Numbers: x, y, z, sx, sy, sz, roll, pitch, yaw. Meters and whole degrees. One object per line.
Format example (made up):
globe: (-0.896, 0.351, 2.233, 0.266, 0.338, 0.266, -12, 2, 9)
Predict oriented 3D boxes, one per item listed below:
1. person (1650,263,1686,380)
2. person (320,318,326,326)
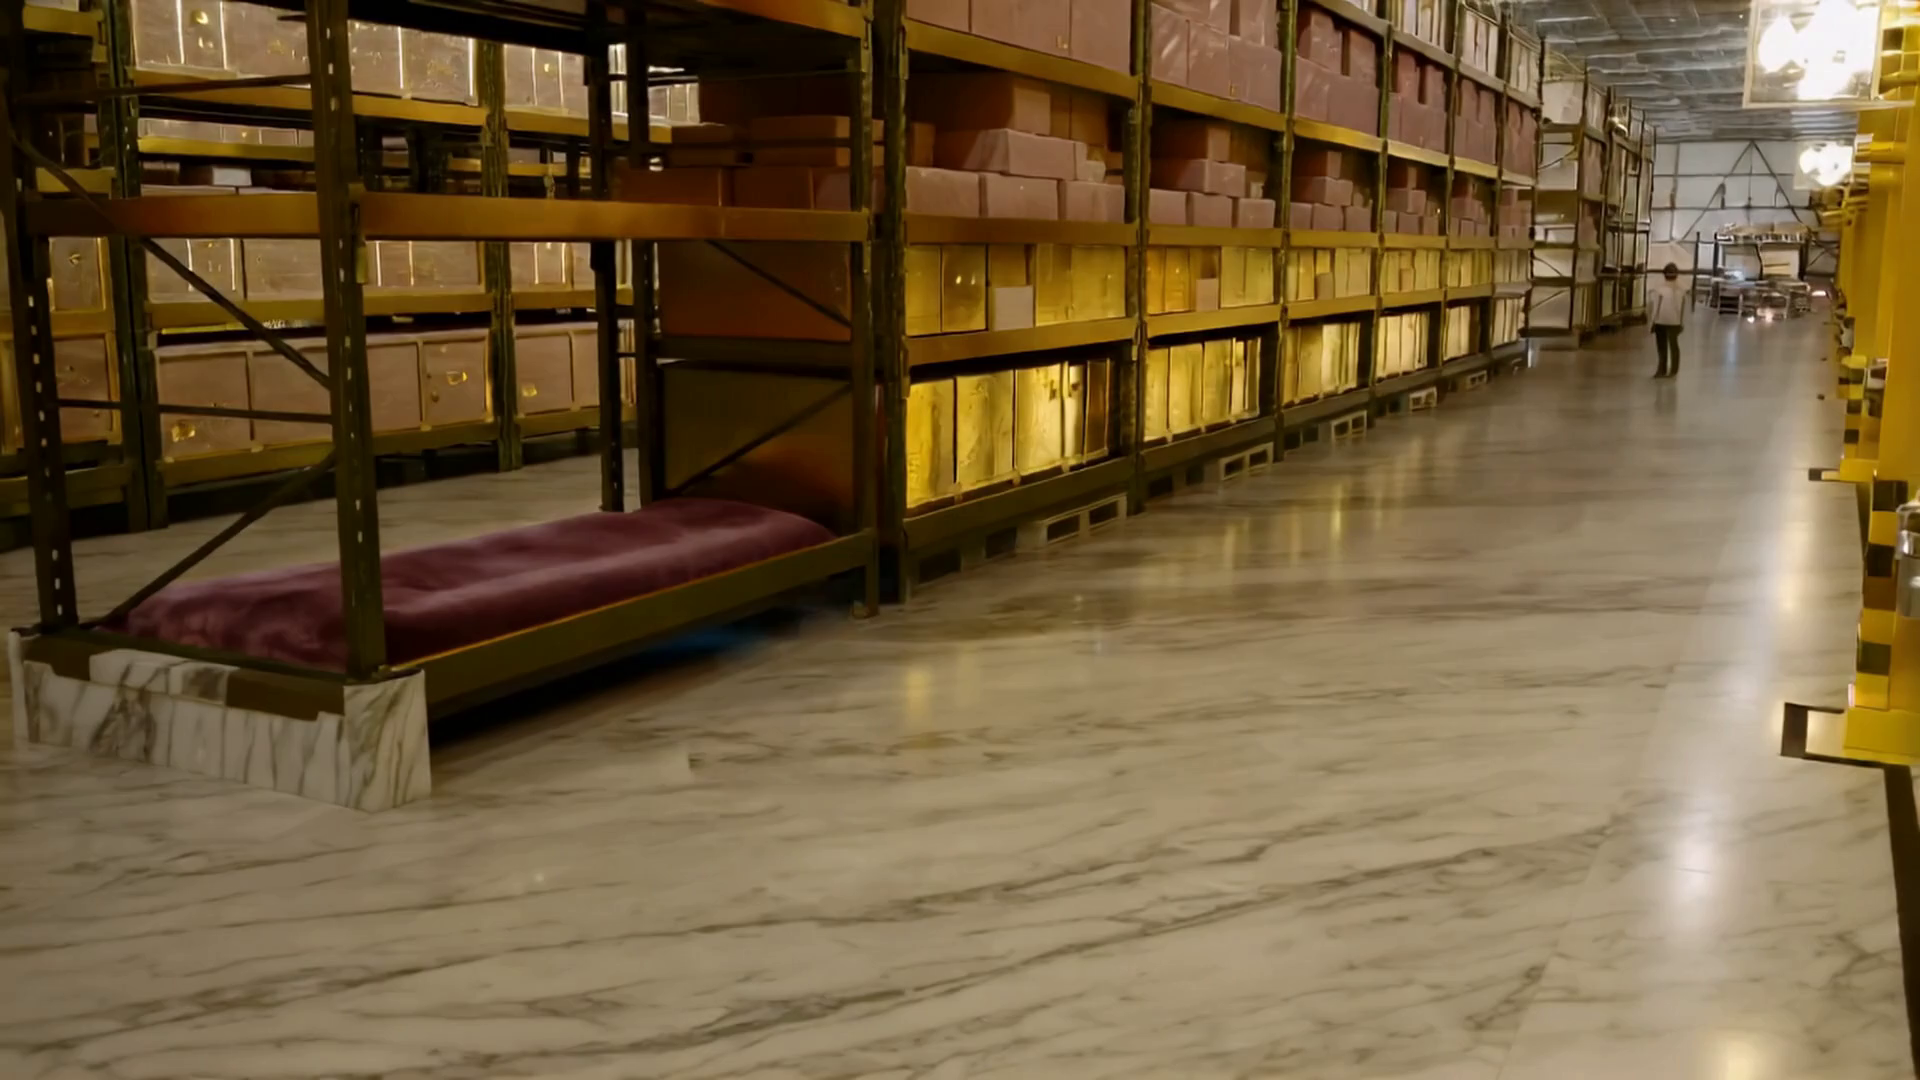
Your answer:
person: (12.128, -3.733, 28.519, 0.623, 1.992, 0.396, -3, 10, -17)
person: (-7.047, -2.049, 19.308, 0.591, 1.807, 0.691, 5, 11, 26)
